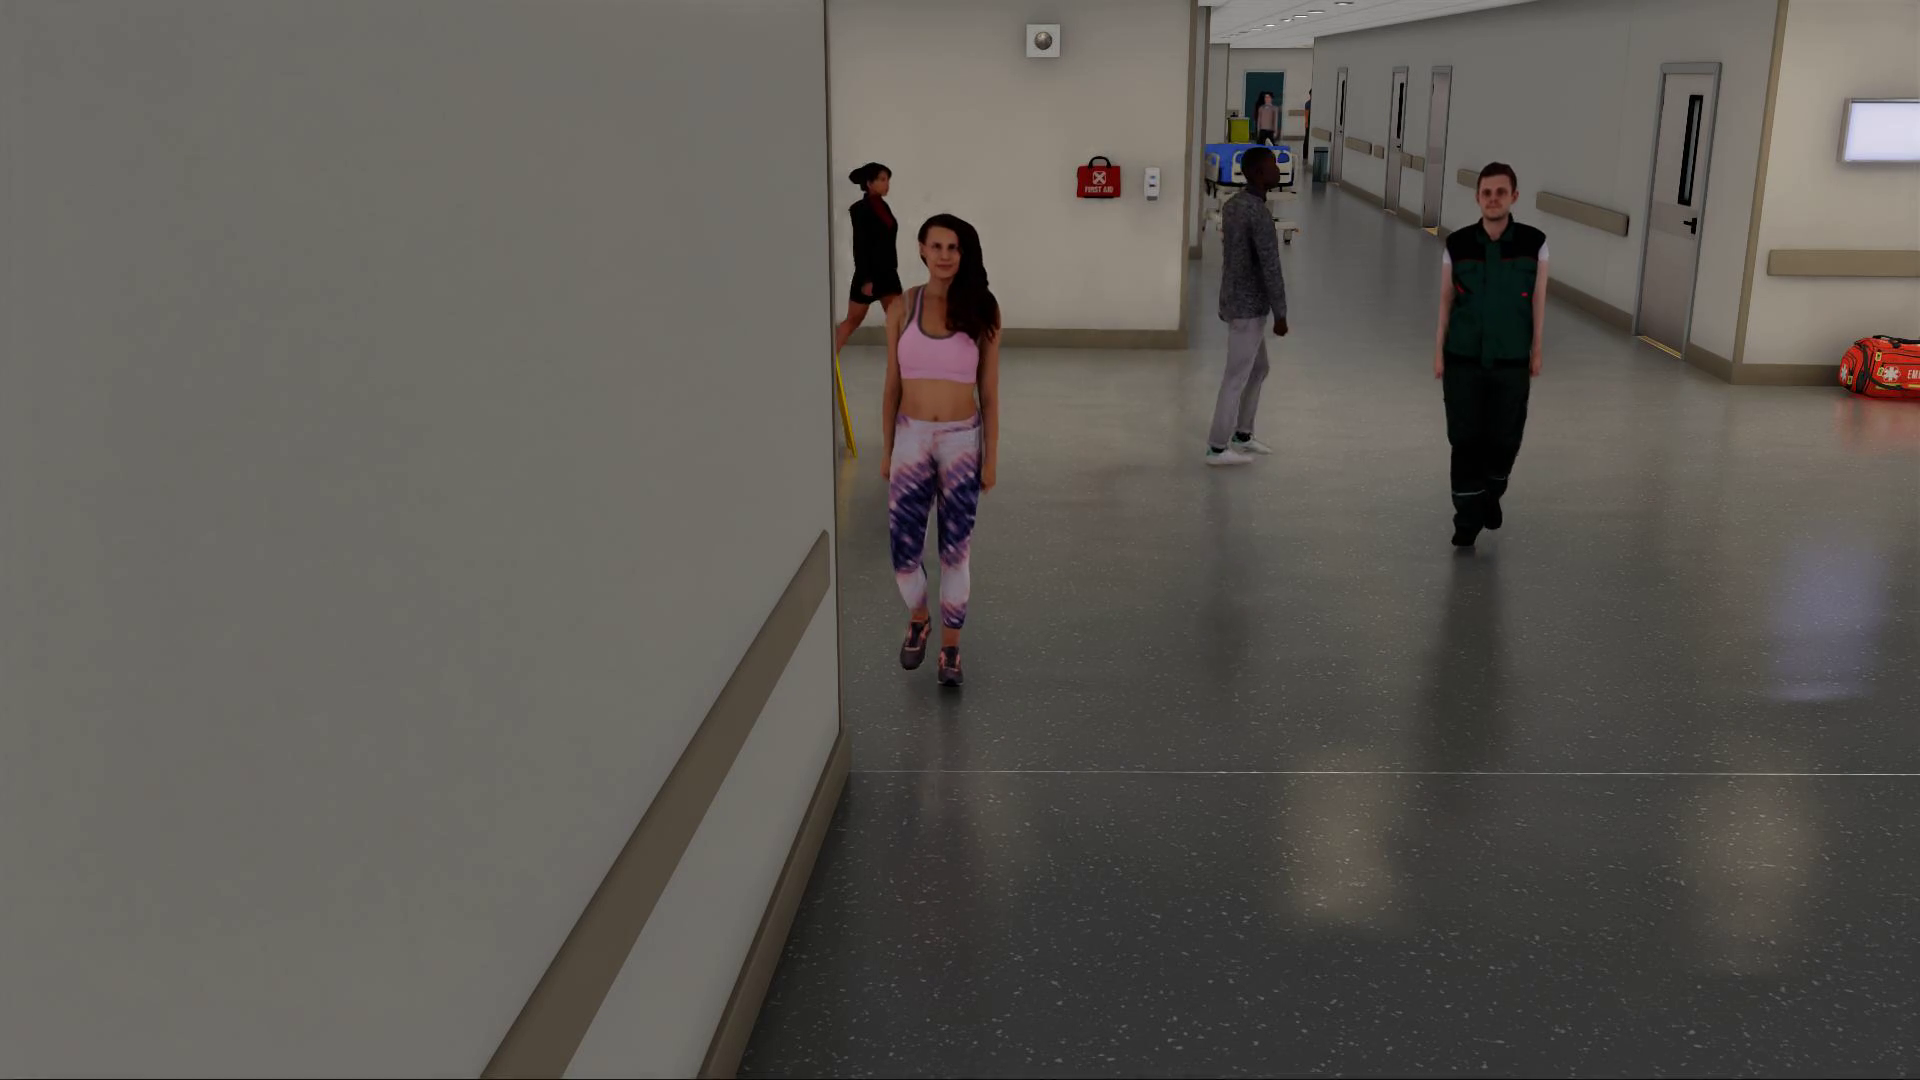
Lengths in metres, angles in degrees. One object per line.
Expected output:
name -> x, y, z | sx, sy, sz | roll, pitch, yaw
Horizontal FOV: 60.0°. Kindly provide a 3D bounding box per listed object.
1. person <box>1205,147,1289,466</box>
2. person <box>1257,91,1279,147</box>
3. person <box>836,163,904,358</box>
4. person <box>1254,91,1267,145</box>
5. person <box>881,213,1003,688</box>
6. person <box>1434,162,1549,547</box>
person -> 1.557, -1.326, 9.602 | 0.799, 1.821, 0.804 | -3, 16, -11
person -> 6.987, -9.199, 37.631 | 1.234, 1.765, 1.016 | 8, 18, 26
person -> -0.676, -1.786, 11.642 | 1.100, 1.599, 0.942 | 13, 20, 38
person -> 9.156, -12.758, 50.477 | 0.489, 1.644, 0.648 | 2, 16, 6
person -> -0.076, -0.322, 6.166 | 0.583, 1.752, 0.665 | 1, 16, 2
person -> 2.542, -0.881, 7.998 | 0.745, 1.831, 0.797 | 5, 17, 18
